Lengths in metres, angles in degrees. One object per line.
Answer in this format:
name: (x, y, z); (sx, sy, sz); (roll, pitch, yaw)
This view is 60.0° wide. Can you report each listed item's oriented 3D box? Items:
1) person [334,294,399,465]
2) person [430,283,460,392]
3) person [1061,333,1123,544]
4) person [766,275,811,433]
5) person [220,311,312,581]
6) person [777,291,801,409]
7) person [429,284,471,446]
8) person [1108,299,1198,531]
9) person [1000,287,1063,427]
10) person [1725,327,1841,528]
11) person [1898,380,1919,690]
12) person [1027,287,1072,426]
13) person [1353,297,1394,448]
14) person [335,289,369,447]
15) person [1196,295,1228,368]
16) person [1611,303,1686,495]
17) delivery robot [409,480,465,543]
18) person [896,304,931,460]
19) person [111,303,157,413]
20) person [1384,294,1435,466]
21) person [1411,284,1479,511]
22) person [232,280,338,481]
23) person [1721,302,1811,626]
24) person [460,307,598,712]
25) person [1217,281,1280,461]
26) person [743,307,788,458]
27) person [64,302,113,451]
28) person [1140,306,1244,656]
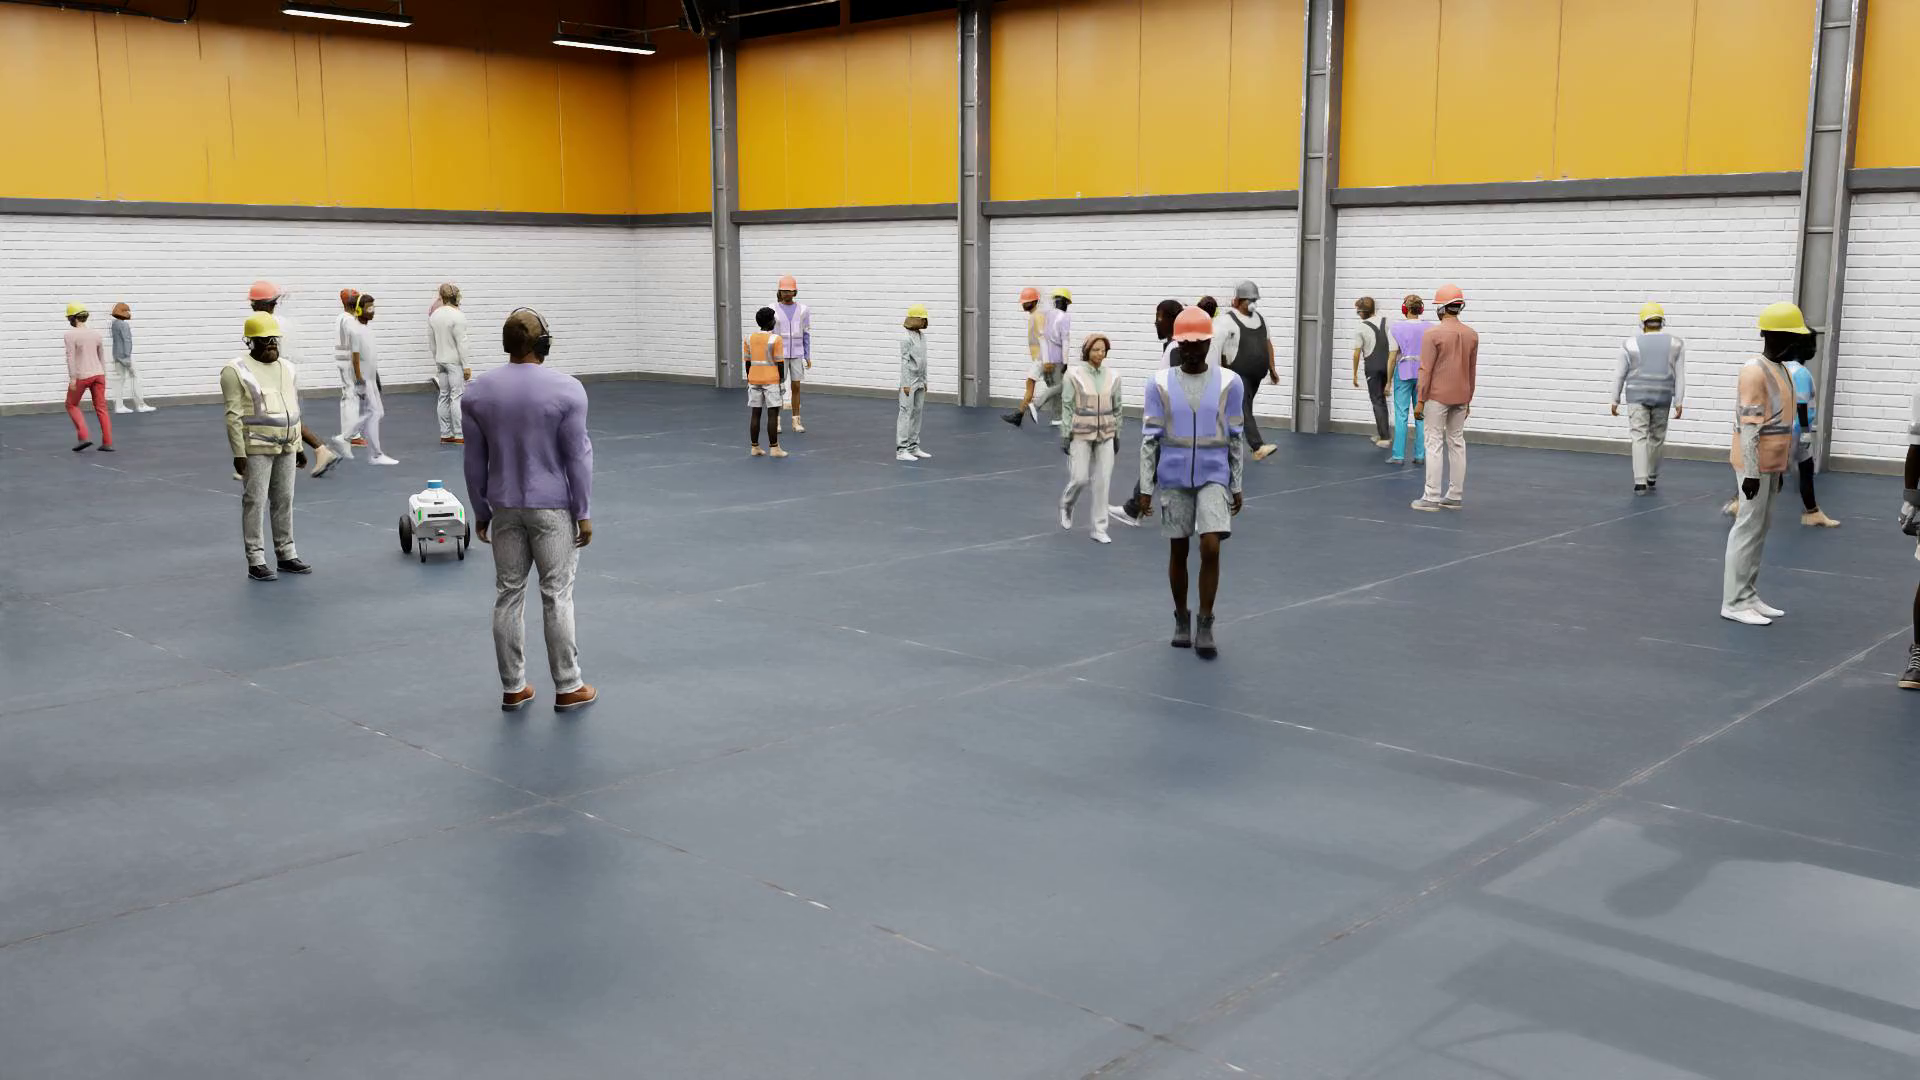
person: (-6.442, -1.727, 17.962); (0.628, 1.854, 0.542); (0, 9, -2)
person: (-8.629, -3.368, 27.934); (0.656, 1.884, 0.645); (7, 11, 35)
person: (1.016, -0.801, 12.972); (0.526, 1.624, 0.531); (-3, 10, -18)
person: (-2.212, -2.389, 21.457); (0.614, 2.039, 0.389); (-3, 10, -20)
person: (-4.737, -0.646, 11.407); (0.404, 1.832, 0.594); (5, 10, 26)
person: (-2.656, -2.898, 25.193); (0.429, 1.841, 0.633); (-7, 12, -38)
person: (-6.091, -2.094, 19.963); (0.627, 1.940, 0.372); (7, 12, 37)
person: (1.641, -0.992, 13.424); (0.984, 1.863, 0.615); (1, 9, 4)
person: (1.021, -2.465, 22.430); (1.025, 1.856, 0.644); (-1, 9, -4)
person: (6.769, -0.918, 13.617); (0.862, 1.658, 0.538); (3, 10, 19)
person: (5.029, -0.201, 8.274); (0.618, 1.962, 0.361); (5, 11, 29)
person: (1.210, -2.445, 22.300); (0.703, 1.877, 0.644); (-6, 11, -31)
person: (4.951, -2.001, 19.841); (0.603, 1.788, 0.633); (-3, 10, -16)
person: (-7.285, -2.058, 19.911); (0.337, 1.882, 0.584); (-6, 11, -31)
person: (2.486, -1.581, 17.092); (0.553, 1.848, 0.598); (-3, 10, -17)
person: (6.504, -1.342, 15.769); (0.619, 1.795, 0.763); (2, 9, 13)
delivery robot: (-3.874, -0.201, 12.302); (0.477, 0.478, 0.707); (-4, 10, -22)
person: (-0.492, -1.753, 18.507); (0.340, 1.735, 0.483); (5, 10, 27)
person: (-12.214, -2.682, 24.511); (0.530, 1.614, 0.599); (8, 12, 40)
person: (4.860, -1.717, 17.932); (0.565, 1.846, 0.390); (-2, 9, -12)
person: (4.263, -1.244, 14.626); (0.619, 1.989, 0.396); (-4, 10, -26)
person: (-6.817, -1.593, 16.686); (0.950, 2.015, 0.616); (-1, 9, -8)
person: (4.837, -0.459, 9.978); (0.382, 1.924, 0.594); (8, 12, 39)
person: (-2.052, -0.136, 7.960); (0.629, 1.940, 0.378); (2, 9, 10)
person: (3.234, -1.907, 18.507); (0.691, 2.000, 1.045); (-7, 12, -37)
person: (-2.180, -1.765, 18.677); (0.540, 1.698, 0.317); (5, 11, 29)
person: (-10.112, -1.879, 19.271); (0.507, 1.732, 0.534); (3, 10, 20)
person: (1.266, -0.313, 9.118); (0.565, 1.909, 0.728); (2, 9, 9)
